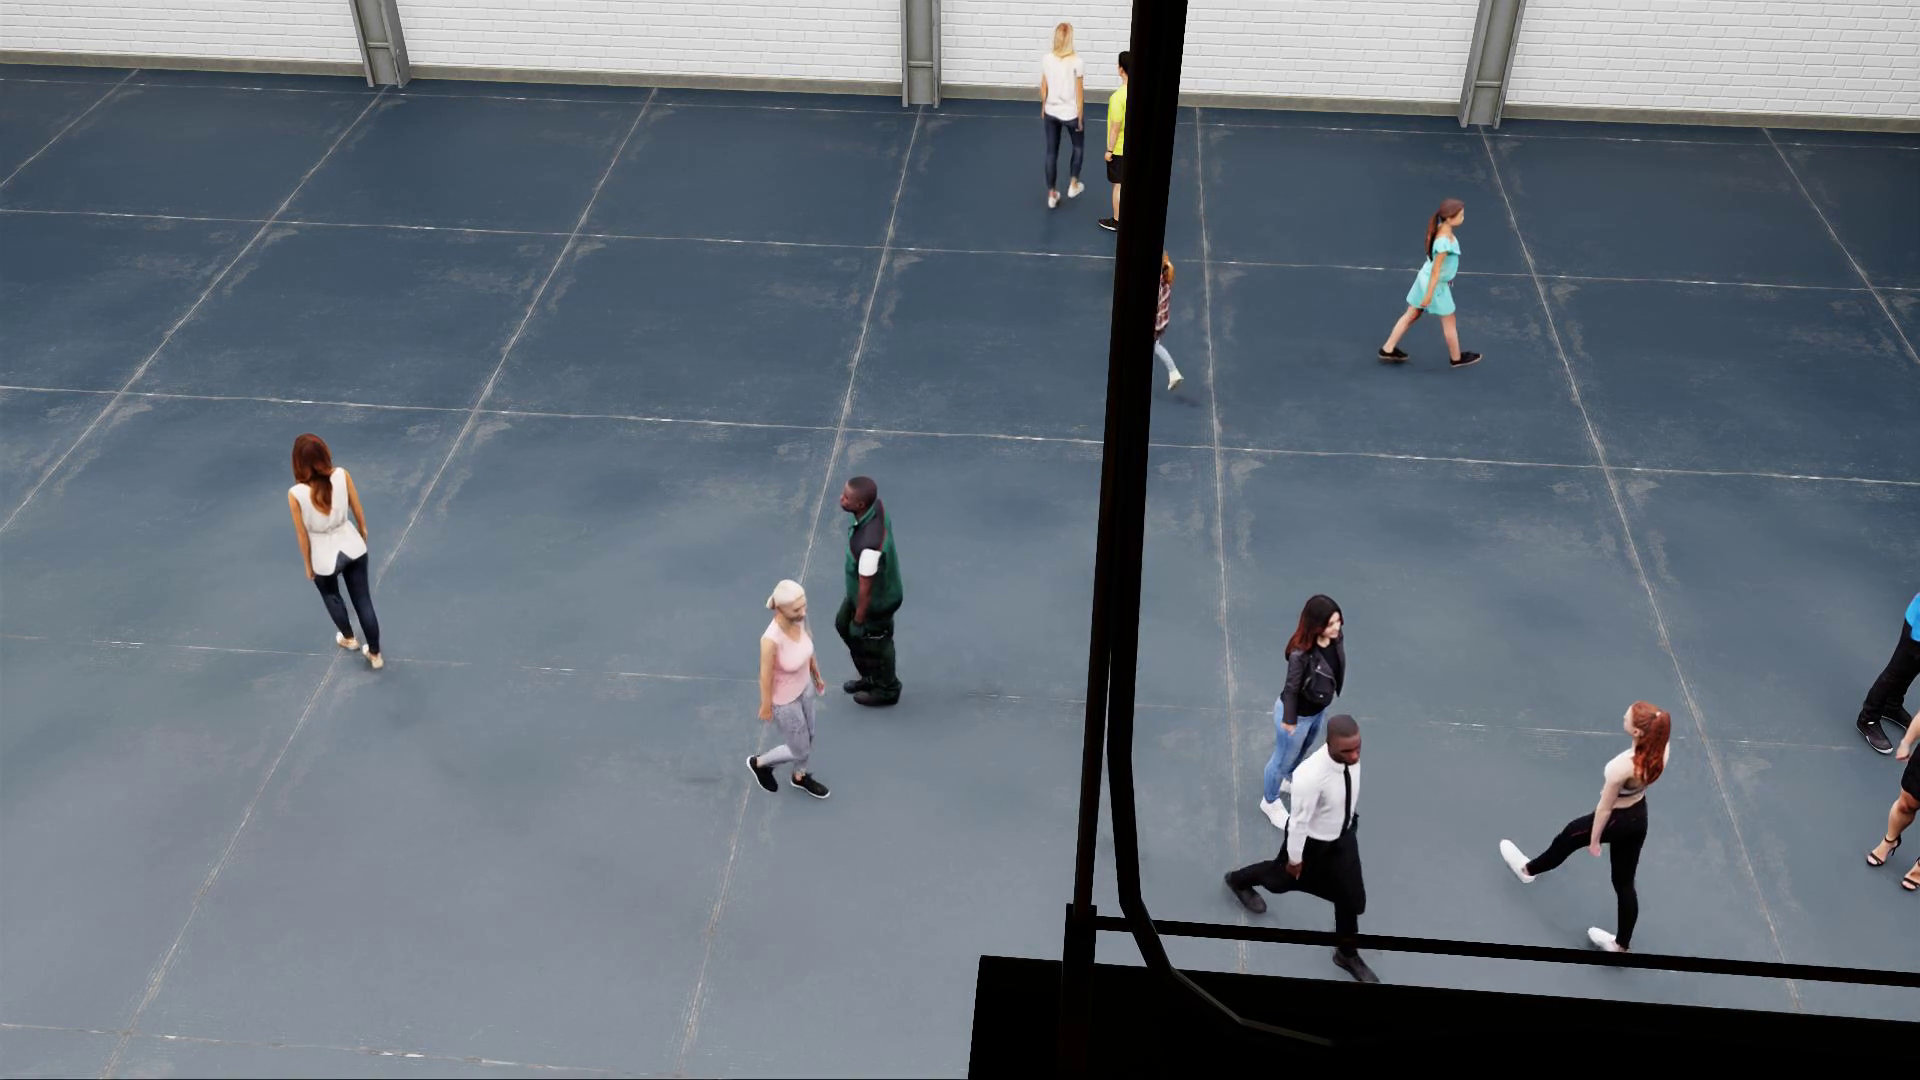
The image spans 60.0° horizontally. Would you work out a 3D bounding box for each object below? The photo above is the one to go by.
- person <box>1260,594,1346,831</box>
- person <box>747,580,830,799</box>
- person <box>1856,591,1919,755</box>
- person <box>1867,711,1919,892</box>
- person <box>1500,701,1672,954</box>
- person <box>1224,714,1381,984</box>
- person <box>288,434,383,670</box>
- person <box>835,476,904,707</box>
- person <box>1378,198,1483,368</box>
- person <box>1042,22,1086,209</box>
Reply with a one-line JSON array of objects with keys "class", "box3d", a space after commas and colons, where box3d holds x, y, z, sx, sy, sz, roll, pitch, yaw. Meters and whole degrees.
[{"class": "person", "box3d": [2.006, 0.968, 9.698, 0.753, 1.634, 0.721, 29, 47, 32]}, {"class": "person", "box3d": [-1.074, 0.868, 9.764, 0.809, 1.708, 0.706, 16, 41, 19]}, {"class": "person", "box3d": [5.920, 0.501, 10.154, 0.679, 1.794, 0.758, -23, 44, -26]}, {"class": "person", "box3d": [5.493, 1.269, 9.261, 0.805, 1.708, 0.746, -27, 46, -30]}, {"class": "person", "box3d": [3.576, 1.586, 8.873, 1.148, 1.698, 1.070, -19, 42, -22]}, {"class": "person", "box3d": [1.814, 1.546, 8.854, 1.301, 1.783, 1.205, 32, 48, 33]}, {"class": "person", "box3d": [-3.938, 0.137, 10.628, 0.817, 1.772, 0.877, -27, 46, -30]}, {"class": "person", "box3d": [-0.466, 0.349, 10.317, 0.716, 1.828, 0.749, -2, 39, -3]}, {"class": "person", "box3d": [3.802, -2.084, 13.614, 1.054, 1.515, 0.574, 1, 39, 2]}, {"class": "person", "box3d": [0.945, -3.980, 15.761, 0.752, 1.799, 0.782, 14, 41, 17]}]
